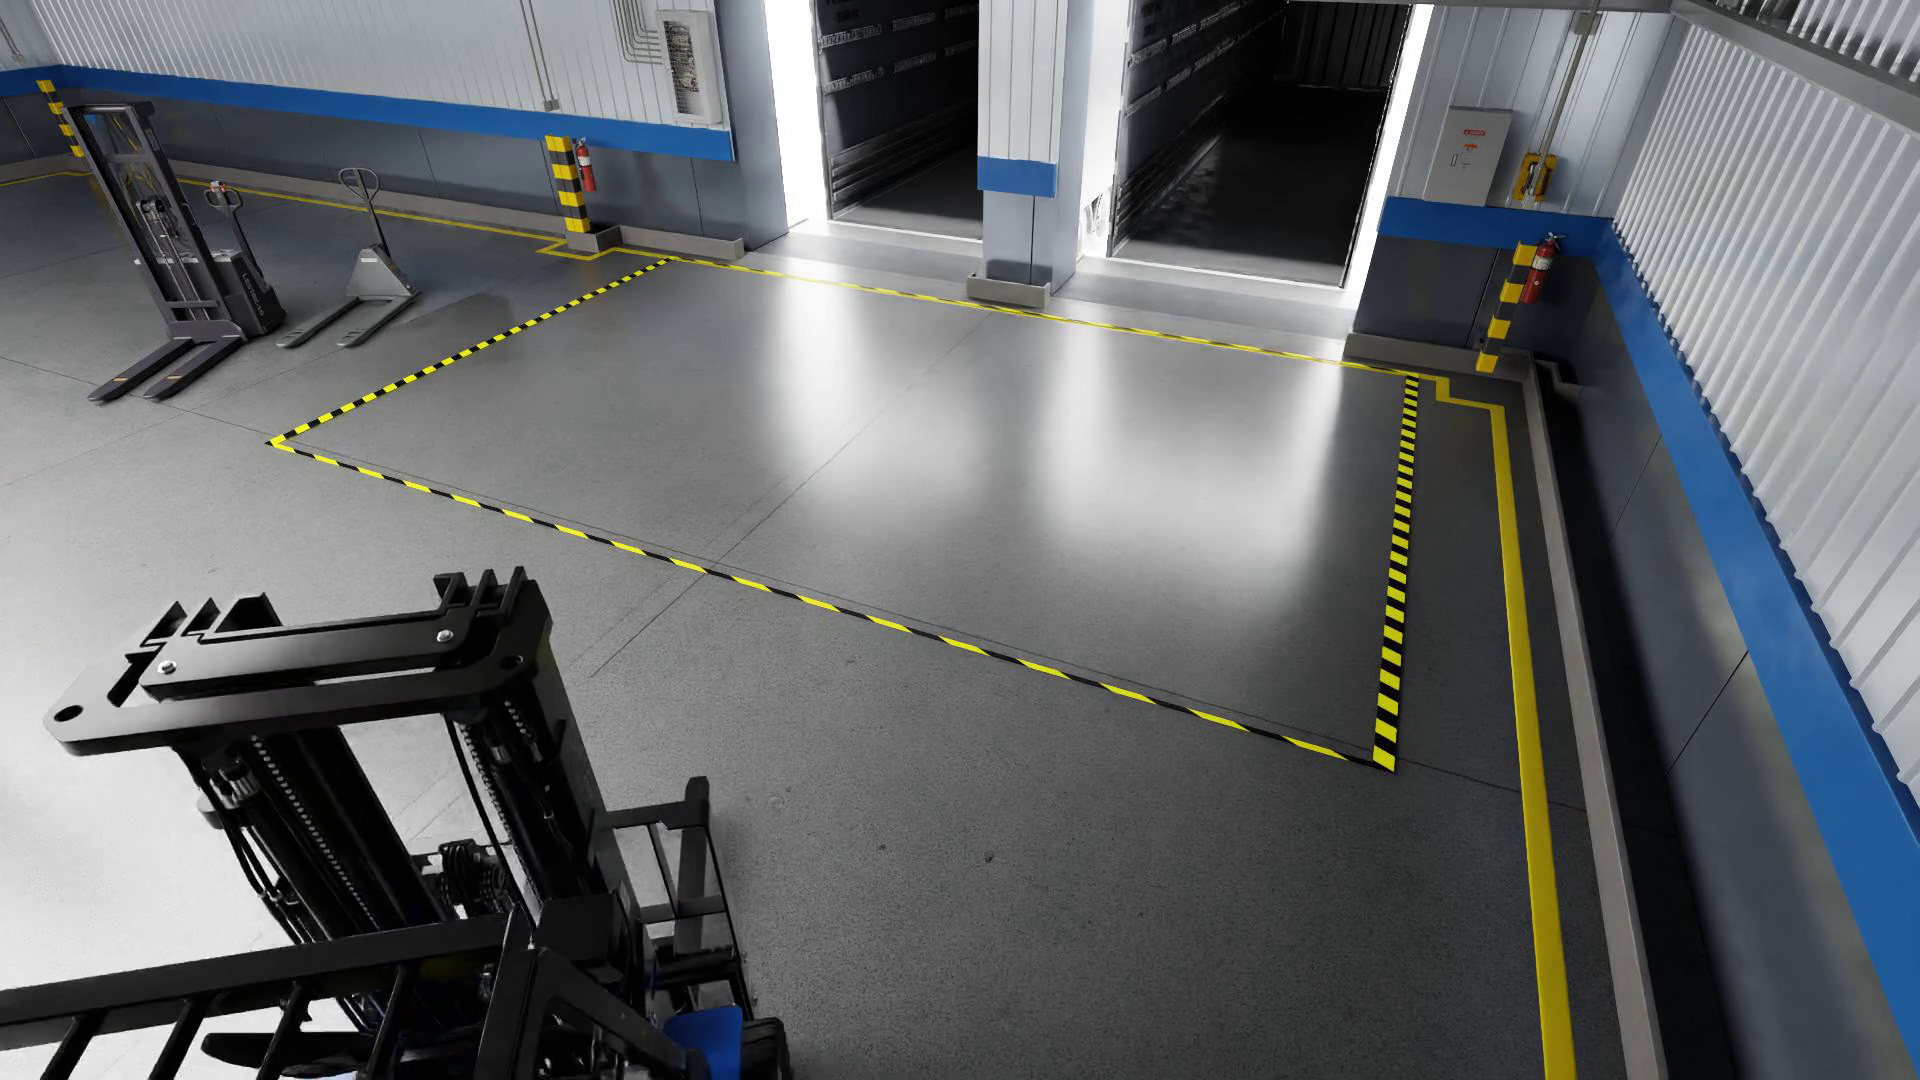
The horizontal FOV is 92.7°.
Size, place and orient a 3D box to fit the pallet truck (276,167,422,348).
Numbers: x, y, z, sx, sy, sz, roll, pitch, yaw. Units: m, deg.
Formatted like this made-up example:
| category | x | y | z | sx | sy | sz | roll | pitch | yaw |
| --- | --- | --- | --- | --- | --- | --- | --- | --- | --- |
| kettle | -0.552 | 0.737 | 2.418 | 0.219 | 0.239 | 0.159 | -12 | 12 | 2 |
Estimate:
| category | x | y | z | sx | sy | sz | roll | pitch | yaw |
| --- | --- | --- | --- | --- | --- | --- | --- | --- | --- |
| pallet truck | -5.732 | -2.611 | 8.414 | 0.680 | 1.201 | 1.601 | -1 | 35 | -1 |

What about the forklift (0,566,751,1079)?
| category | x | y | z | sx | sy | sz | roll | pitch | yaw |
| --- | --- | --- | --- | --- | --- | --- | --- | --- | --- |
| forklift | -1.005 | 1.578 | 1.452 | 1.157 | 2.036 | 2.680 | -6 | 35 | -8 |

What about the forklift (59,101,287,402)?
| category | x | y | z | sx | sy | sz | roll | pitch | yaw |
| --- | --- | --- | --- | --- | --- | --- | --- | --- | --- |
| forklift | -6.686 | -2.387 | 7.434 | 0.823 | 1.965 | 1.885 | -3 | 35 | -5 |
